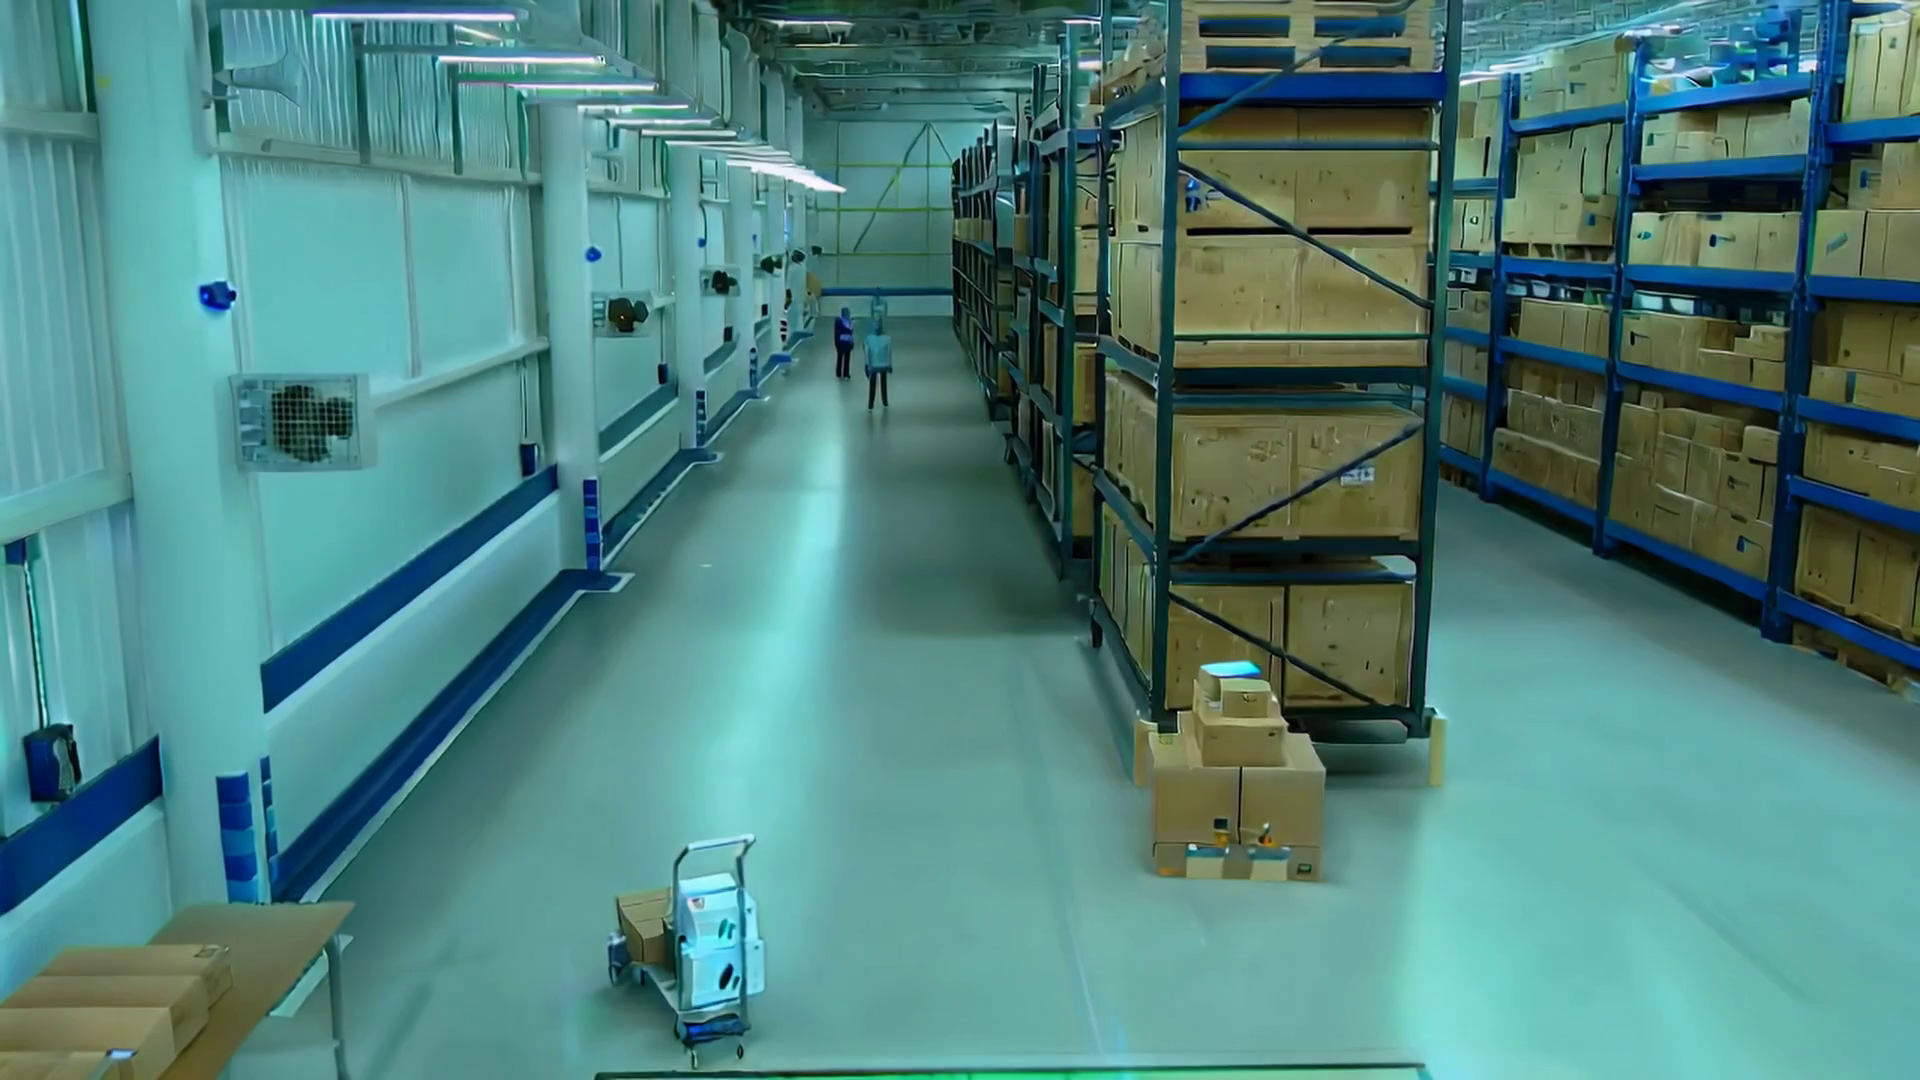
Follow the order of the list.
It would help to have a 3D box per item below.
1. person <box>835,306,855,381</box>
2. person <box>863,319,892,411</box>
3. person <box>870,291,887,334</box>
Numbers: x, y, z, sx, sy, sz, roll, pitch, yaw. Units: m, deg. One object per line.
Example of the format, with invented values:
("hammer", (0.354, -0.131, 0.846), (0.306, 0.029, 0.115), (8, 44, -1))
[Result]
("person", (-2.944, -5.027, 42.546), (0.591, 1.911, 0.401), (-9, 14, -40))
("person", (-1.757, -3.740, 35.647), (0.619, 1.986, 0.410), (-1, 11, -7))
("person", (-2.657, -7.270, 54.482), (0.581, 1.809, 0.936), (2, 11, 9))
